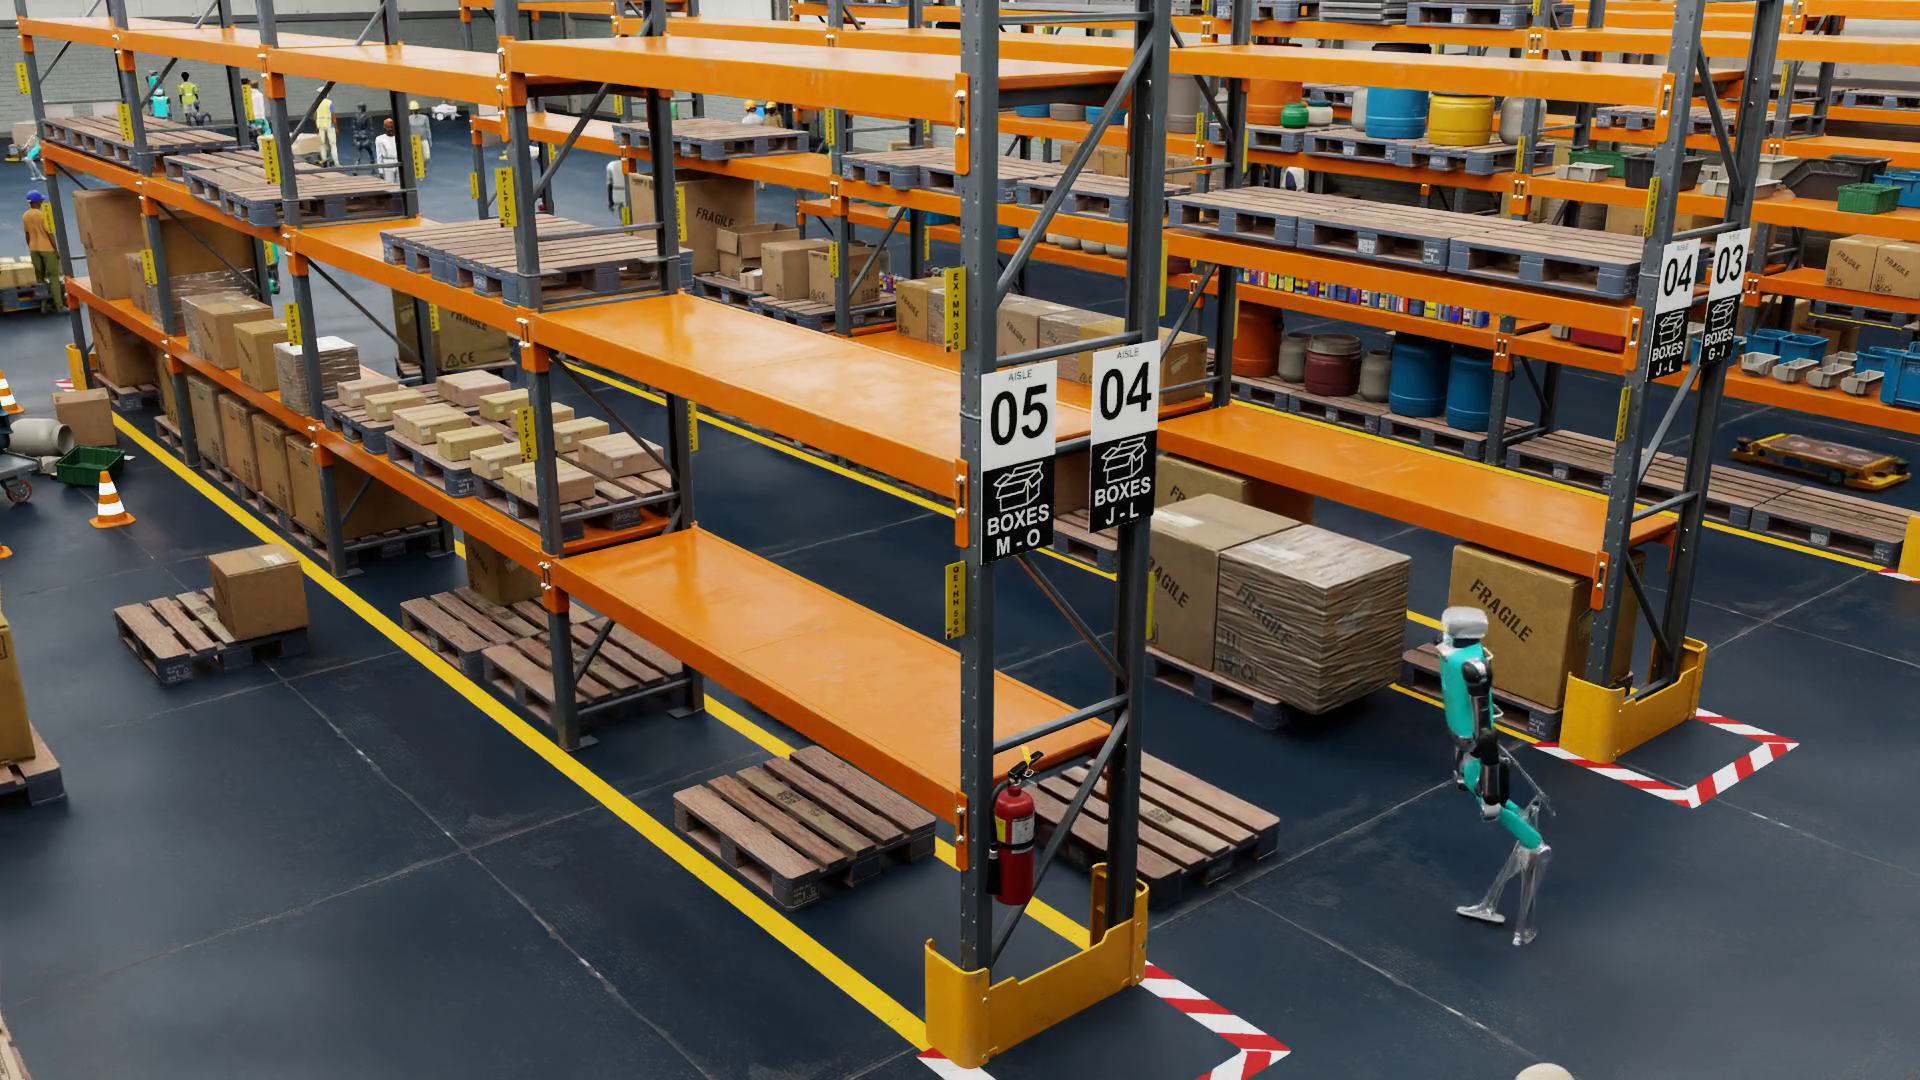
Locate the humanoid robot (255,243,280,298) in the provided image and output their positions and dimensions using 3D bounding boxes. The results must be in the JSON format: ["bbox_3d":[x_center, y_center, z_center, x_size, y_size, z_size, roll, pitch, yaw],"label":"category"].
[{"bbox_3d":[-8.866,-3.152,20.849,0.811,1.883,0.546,0,19,0],"label":"humanoid robot"}]

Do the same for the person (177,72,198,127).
[{"bbox_3d":[-21.660,-12.285,46.741,0.531,1.697,0.320,-14,23,-34],"label":"person"}]

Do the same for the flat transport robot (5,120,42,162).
[{"bbox_3d":[-22.557,-9.433,40.783,1.431,0.231,0.659,-6,20,-15],"label":"flat transport robot"}]

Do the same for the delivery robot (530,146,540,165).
[{"bbox_3d":[-10.256,-9.150,39.526,0.499,0.581,0.767,7,21,19],"label":"delivery robot"}]

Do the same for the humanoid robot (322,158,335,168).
[{"bbox_3d":[-10.203,-5.456,27.358,0.600,1.645,0.549,9,21,23],"label":"humanoid robot"}]

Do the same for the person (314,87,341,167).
[{"bbox_3d":[-14.756,-9.570,38.729,0.533,1.893,0.404,2,20,7],"label":"person"}]

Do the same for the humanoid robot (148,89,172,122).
[{"bbox_3d":[-19.345,-9.974,40.159,0.542,1.796,0.817,-17,26,-40],"label":"humanoid robot"}]

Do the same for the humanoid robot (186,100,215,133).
[{"bbox_3d":[-17.496,-9.324,38.390,0.606,1.640,0.444,-9,21,-25],"label":"humanoid robot"}]

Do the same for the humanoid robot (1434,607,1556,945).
[{"bbox_3d":[2.770,1.191,8.363,0.852,1.787,0.558,-1,19,-4],"label":"humanoid robot"}]

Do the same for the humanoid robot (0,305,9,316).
[{"bbox_3d":[-13.456,-3.842,22.764,0.382,1.645,0.590,4,20,13],"label":"humanoid robot"}]

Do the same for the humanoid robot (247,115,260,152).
[{"bbox_3d":[-15.028,-8.227,35.302,0.759,1.638,0.616,-2,19,-6],"label":"humanoid robot"}]

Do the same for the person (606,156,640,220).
[{"bbox_3d":[-5.532,-5.633,27.491,0.618,1.924,0.991,7,21,19],"label":"person"}]

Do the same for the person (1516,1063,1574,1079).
[{"bbox_3d":[1.664,2.330,5.008,0.506,1.792,0.614,-15,25,-37],"label":"person"}]

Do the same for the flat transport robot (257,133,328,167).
[{"bbox_3d":[-15.542,-8.761,38.870,0.659,0.231,1.431,7,20,18],"label":"flat transport robot"}]

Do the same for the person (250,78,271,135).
[{"bbox_3d":[-17.442,-10.504,41.379,0.505,1.892,0.642,5,20,14],"label":"person"}]

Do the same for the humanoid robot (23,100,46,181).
[{"bbox_3d":[-20.566,-8.838,36.908,0.816,1.795,0.545,-15,24,-36],"label":"humanoid robot"}]

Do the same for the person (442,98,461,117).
[{"bbox_3d":[-15.953,-14.122,51.722,0.709,1.863,0.510,16,25,38],"label":"person"}]

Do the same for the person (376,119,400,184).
[{"bbox_3d":[-10.675,-6.985,31.379,0.586,1.882,0.343,-13,23,-33],"label":"person"}]

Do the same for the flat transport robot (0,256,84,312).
[{"bbox_3d":[-13.238,-3.395,23.599,0.659,0.231,1.431,18,26,41],"label":"flat transport robot"}]

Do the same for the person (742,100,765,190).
[{"bbox_3d":[-4.392,-8.380,35.349,0.569,1.889,0.389,-12,23,-30],"label":"person"}]

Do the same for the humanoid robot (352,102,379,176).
[{"bbox_3d":[-13.617,-9.095,37.778,0.613,1.646,0.686,10,22,27],"label":"humanoid robot"}]

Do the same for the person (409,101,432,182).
[{"bbox_3d":[-11.983,-8.841,36.859,0.538,1.747,0.411,-8,21,-23],"label":"person"}]

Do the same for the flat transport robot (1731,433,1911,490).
[{"bbox_3d":[8.346,-0.776,16.145,0.659,0.231,1.431,-14,24,-34],"label":"flat transport robot"}]

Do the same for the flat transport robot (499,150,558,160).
[{"bbox_3d":[-10.633,-9.519,41.027,0.659,0.231,1.431,11,22,28],"label":"flat transport robot"}]

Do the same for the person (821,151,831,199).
[{"bbox_3d":[-2.477,-7.554,33.232,0.584,1.720,0.498,0,19,-1],"label":"person"}]

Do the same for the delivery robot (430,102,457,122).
[{"bbox_3d":[-15.689,-13.002,50.514,0.769,0.598,0.512,-13,23,-33],"label":"delivery robot"}]

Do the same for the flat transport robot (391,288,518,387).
[{"bbox_3d":[-5.717,-1.752,18.923,0.659,0.231,1.431,-8,21,-23],"label":"flat transport robot"}]

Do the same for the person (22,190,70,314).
[{"bbox_3d":[-12.733,-4.001,23.137,0.448,1.718,0.355,4,20,11],"label":"person"}]

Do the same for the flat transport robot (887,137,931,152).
[{"bbox_3d":[-1.137,-7.997,36.694,0.659,0.231,1.431,-8,21,-21],"label":"flat transport robot"}]

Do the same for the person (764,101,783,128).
[{"bbox_3d":[-4.171,-8.922,37.082,0.582,1.750,0.512,7,21,20],"label":"person"}]

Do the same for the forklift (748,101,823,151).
[{"bbox_3d":[-4.526,-11.368,42.374,1.129,2.768,1.873,-15,24,-37],"label":"forklift"}]

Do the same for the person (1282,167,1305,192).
[{"bbox_3d":[5.434,-5.479,27.157,0.373,1.840,0.568,9,21,24],"label":"person"}]

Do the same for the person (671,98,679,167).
[{"bbox_3d":[-6.812,-9.670,38.904,0.498,1.961,0.481,-6,20,-16],"label":"person"}]

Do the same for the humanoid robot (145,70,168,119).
[{"bbox_3d":[-22.405,-12.318,46.807,0.551,1.801,0.723,9,21,24],"label":"humanoid robot"}]

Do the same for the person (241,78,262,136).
[{"bbox_3d":[-18.038,-10.807,42.324,0.796,1.842,0.418,8,21,21],"label":"person"}]
